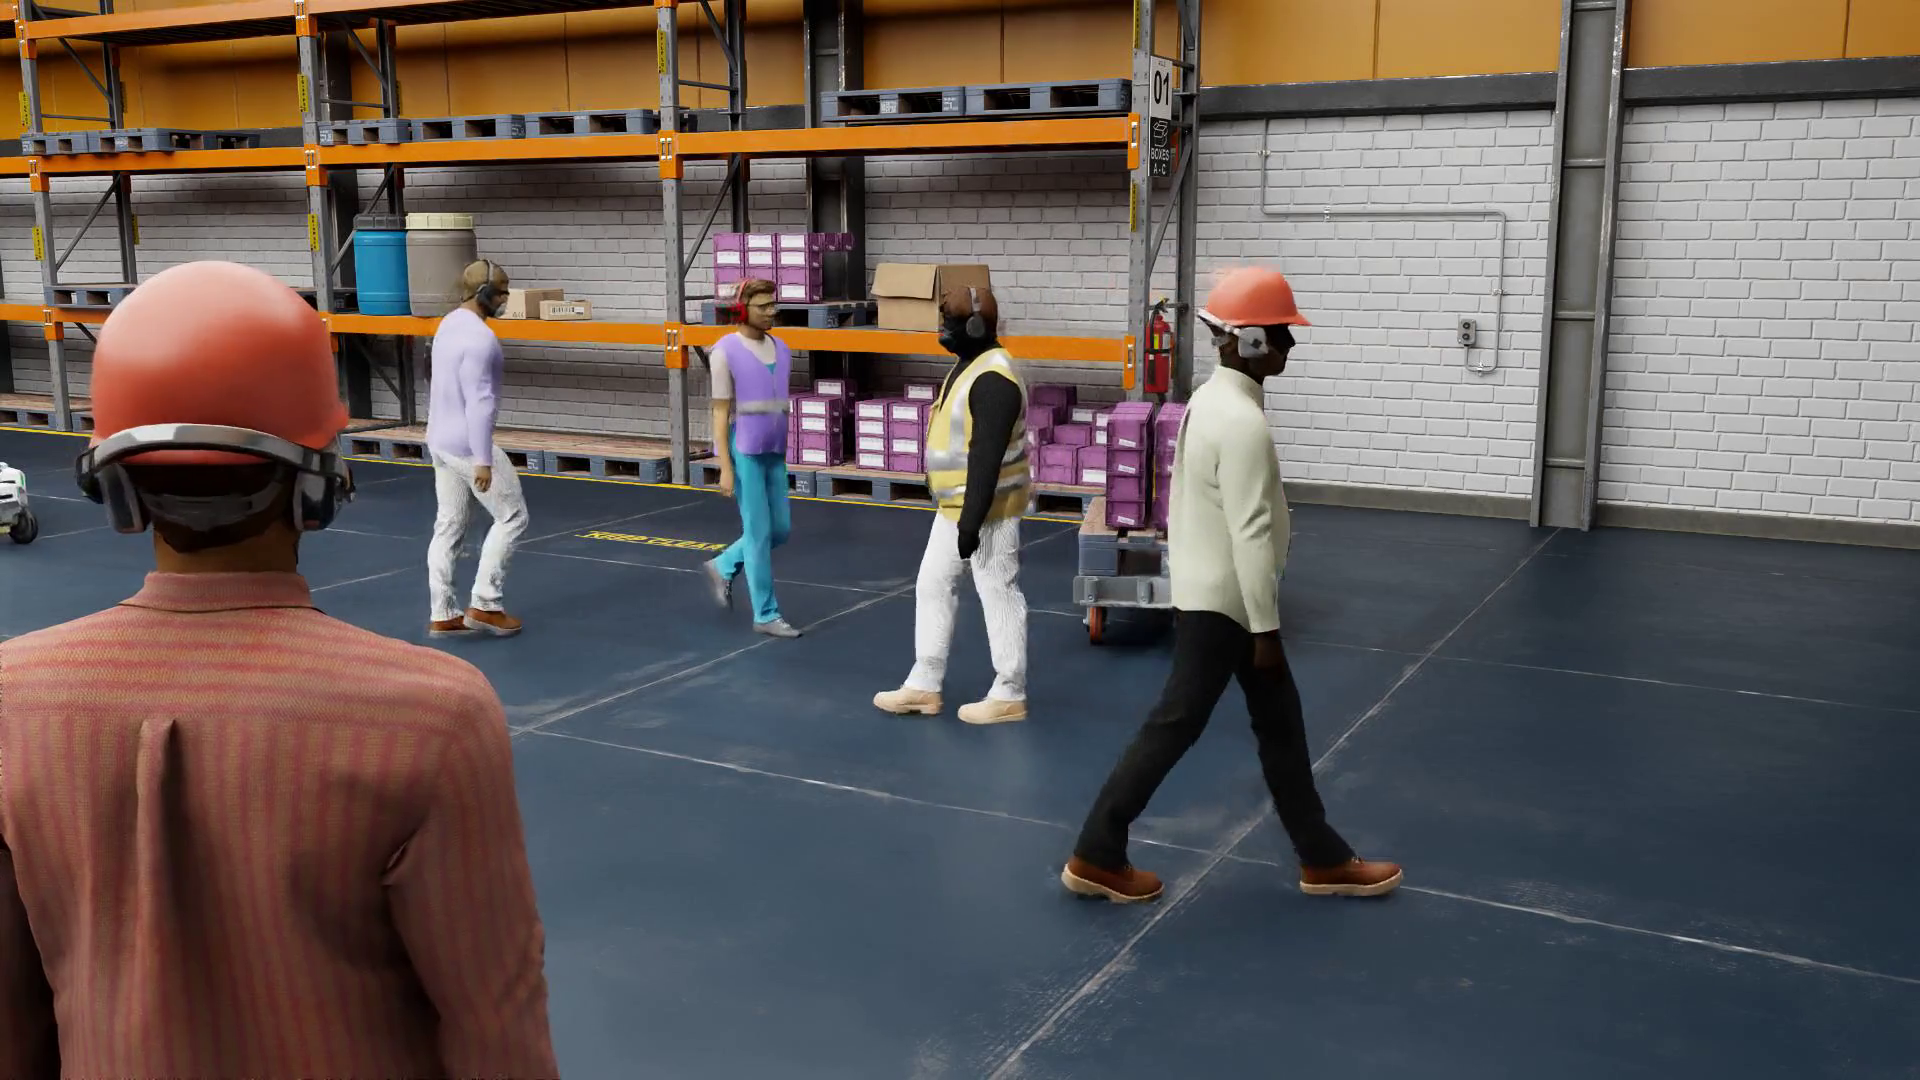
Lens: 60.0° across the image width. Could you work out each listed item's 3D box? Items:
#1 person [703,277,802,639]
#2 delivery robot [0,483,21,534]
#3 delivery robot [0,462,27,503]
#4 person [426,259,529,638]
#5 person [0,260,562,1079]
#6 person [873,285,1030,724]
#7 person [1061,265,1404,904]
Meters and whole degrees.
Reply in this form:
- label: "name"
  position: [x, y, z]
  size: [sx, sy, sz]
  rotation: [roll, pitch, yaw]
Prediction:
- label: "person"
  position: [-1.087, -0.423, 8.483]
  size: [0.646, 1.828, 0.567]
  rotation: [7, 12, 33]
- label: "delivery robot"
  position: [-6.502, -0.271, 10.877]
  size: [0.707, 0.478, 0.477]
  rotation: [5, 12, 27]
- label: "delivery robot"
  position: [-6.801, -0.402, 11.597]
  size: [0.707, 0.478, 0.477]
  rotation: [10, 14, 43]
- label: "person"
  position: [-2.432, -0.439, 8.334]
  size: [0.566, 1.906, 0.691]
  rotation: [-8, 13, -36]
- label: "person"
  position: [-0.725, 0.711, 1.795]
  size: [0.622, 1.997, 0.372]
  rotation: [1, 10, 5]
- label: "person"
  position: [-0.057, -0.122, 6.840]
  size: [0.755, 1.819, 0.654]
  rotation: [-2, 11, -12]
- label: "person"
  position: [0.802, 0.164, 4.956]
  size: [1.054, 1.943, 0.635]
  rotation: [1, 10, 4]
